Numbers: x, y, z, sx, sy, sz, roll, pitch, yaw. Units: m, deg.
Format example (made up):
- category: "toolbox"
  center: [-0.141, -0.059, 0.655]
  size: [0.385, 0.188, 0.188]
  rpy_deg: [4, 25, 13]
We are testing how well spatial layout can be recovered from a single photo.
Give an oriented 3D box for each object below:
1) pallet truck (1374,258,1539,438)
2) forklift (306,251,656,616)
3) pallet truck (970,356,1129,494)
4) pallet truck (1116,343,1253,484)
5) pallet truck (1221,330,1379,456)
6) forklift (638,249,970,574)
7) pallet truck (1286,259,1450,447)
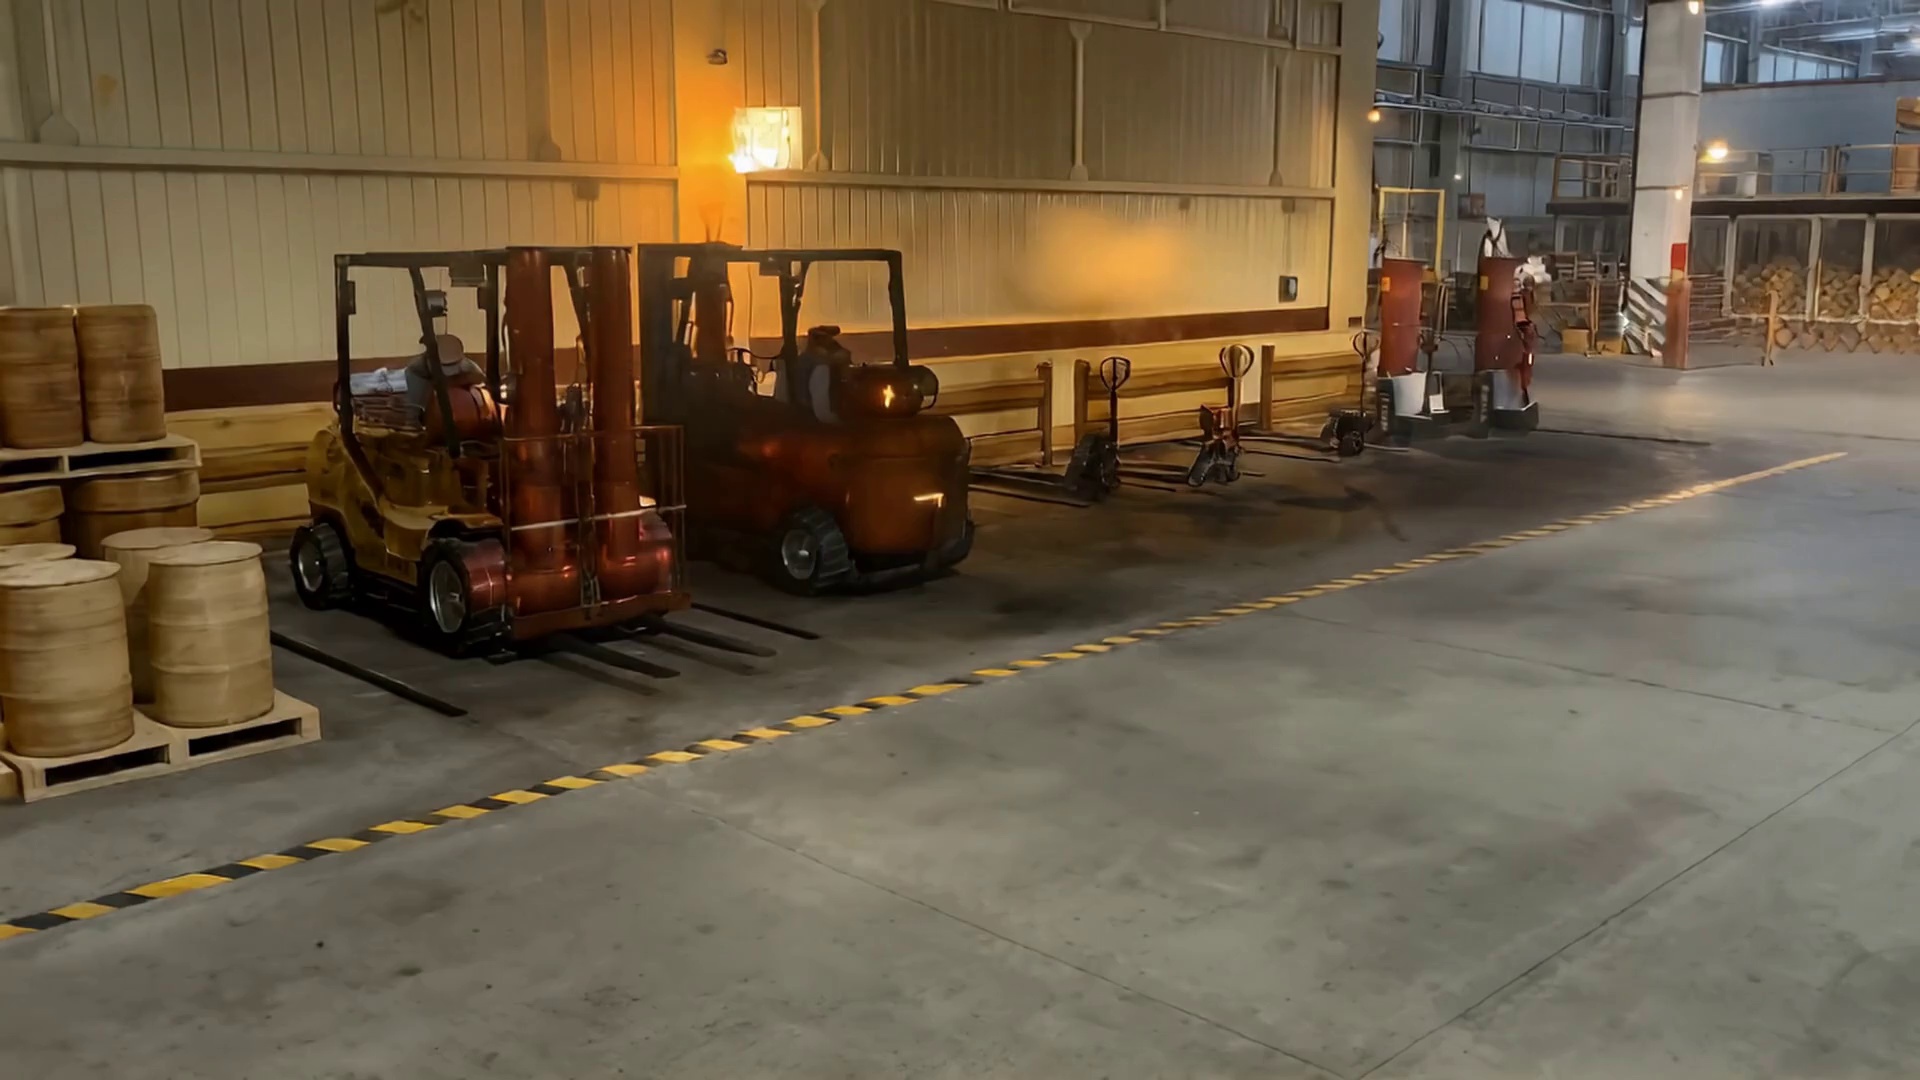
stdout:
- category: "pallet truck"
  center: [5.704, -2.208, 18.901]
  size: [1.885, 1.965, 0.823]
  rpy_deg: [10, 14, 43]
- category: "forklift"
  center: [-2.833, -0.669, 9.694]
  size: [1.157, 1.987, 2.680]
  rpy_deg: [-10, 14, -44]
- category: "pallet truck"
  center: [0.784, -1.085, 14.876]
  size: [0.680, 1.201, 1.601]
  rpy_deg: [-10, 14, -44]
- category: "pallet truck"
  center: [1.962, -1.215, 15.415]
  size: [1.522, 1.261, 0.704]
  rpy_deg: [10, 14, 43]
- category: "pallet truck"
  center: [3.563, -1.581, 17.381]
  size: [0.653, 1.274, 1.630]
  rpy_deg: [-10, 14, -44]
- category: "forklift"
  center: [-1.173, -0.958, 11.239]
  size: [2.680, 1.987, 1.157]
  rpy_deg: [10, 14, 43]
- category: "pallet truck"
  center: [4.493, -2.078, 18.196]
  size: [0.823, 1.965, 1.885]
  rpy_deg: [-9, 14, -40]
